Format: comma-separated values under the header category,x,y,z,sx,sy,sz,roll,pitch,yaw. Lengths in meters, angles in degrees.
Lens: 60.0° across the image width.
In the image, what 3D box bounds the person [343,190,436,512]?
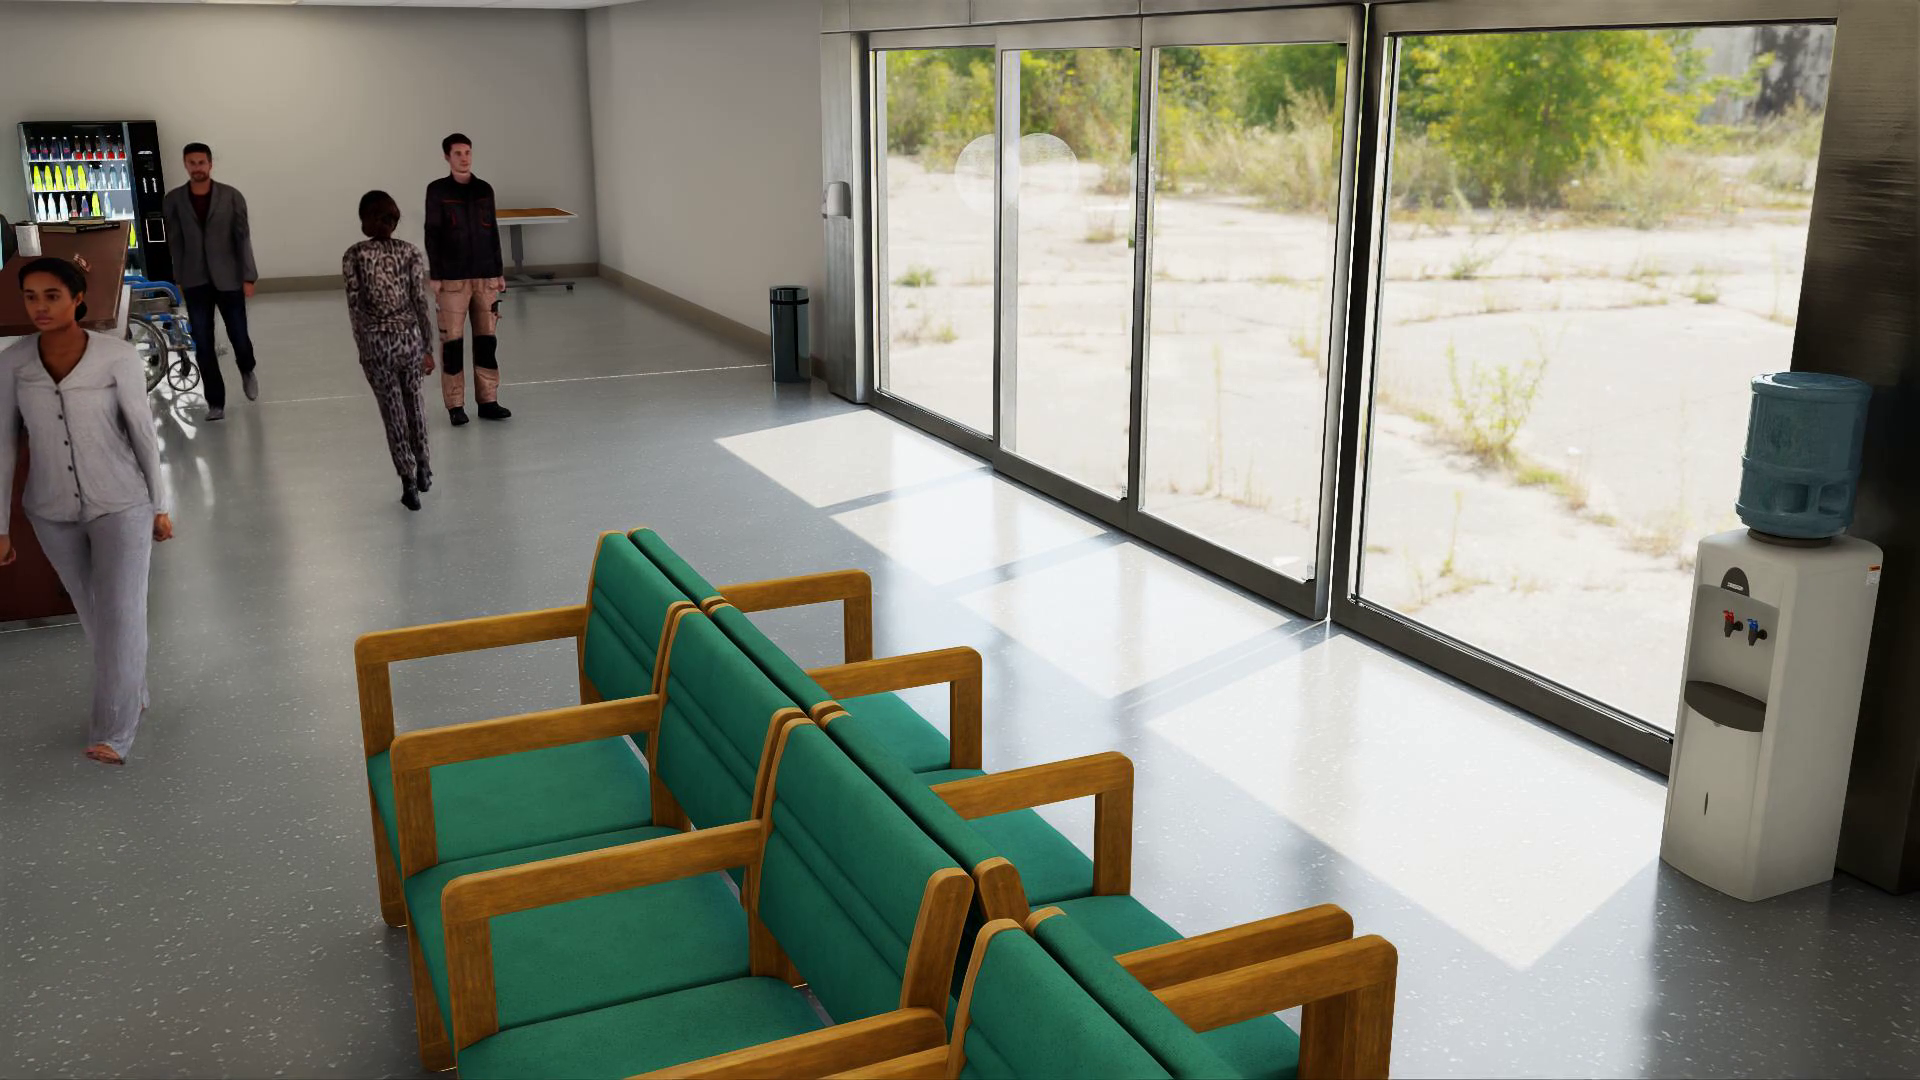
category,x,y,z,sx,sy,sz,roll,pitch,yaw
person,-3.028,-0.989,8.900,0.611,1.702,0.646,-8,18,-27

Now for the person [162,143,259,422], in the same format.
category,x,y,z,sx,sy,sz,roll,pitch,yaw
person,-5.084,-1.753,11.345,1.034,1.846,0.836,-5,16,-17

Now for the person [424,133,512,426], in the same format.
category,x,y,z,sx,sy,sz,roll,pitch,yaw
person,-3.331,-1.762,11.233,0.639,1.924,0.817,-13,20,-38

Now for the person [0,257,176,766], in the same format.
category,x,y,z,sx,sy,sz,roll,pitch,yaw
person,-3.004,-0.110,5.796,1.105,1.695,0.918,-3,16,-10
